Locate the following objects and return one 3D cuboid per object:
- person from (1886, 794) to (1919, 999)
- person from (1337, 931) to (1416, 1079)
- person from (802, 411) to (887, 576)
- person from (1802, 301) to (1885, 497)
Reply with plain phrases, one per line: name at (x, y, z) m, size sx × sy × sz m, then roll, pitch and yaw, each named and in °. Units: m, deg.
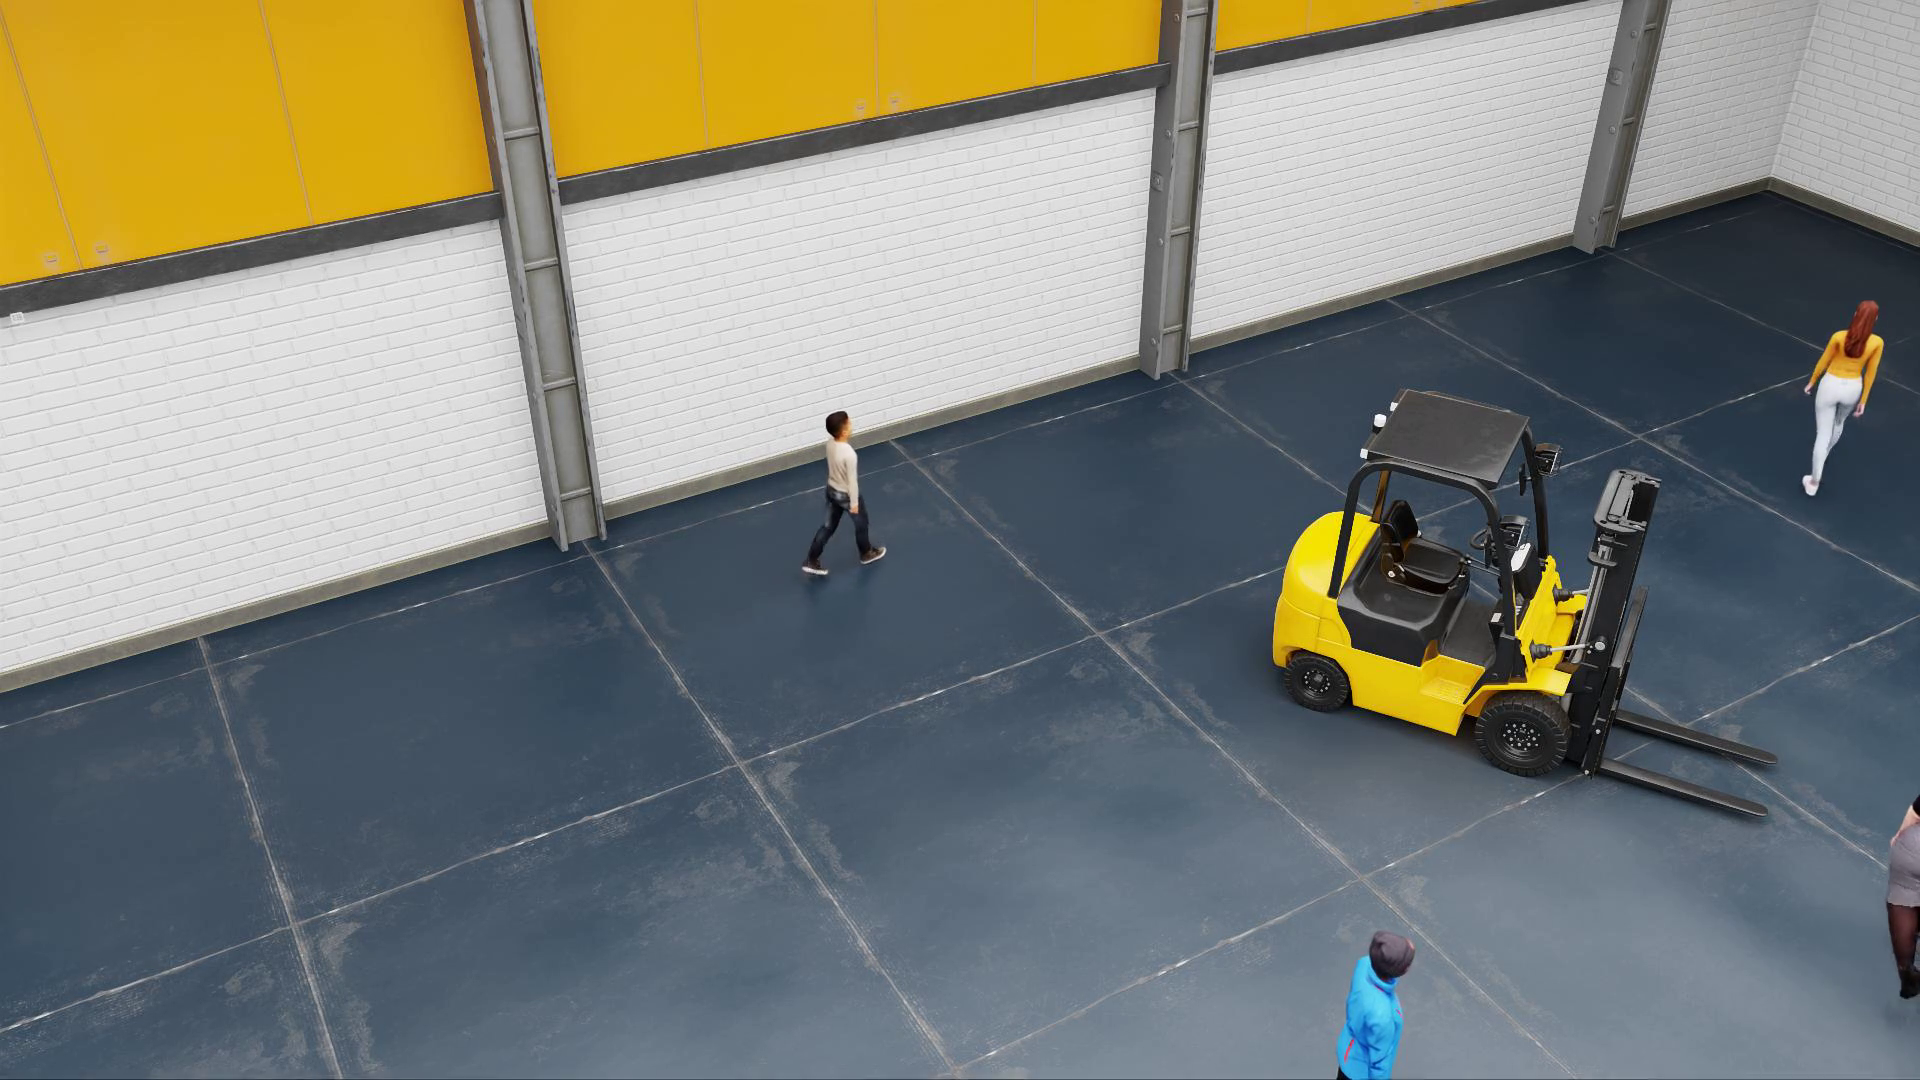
person at (5.602, 1.875, 9.491) m, size 1.074 × 1.735 × 1.146 m, roll 10°, pitch 35°, yaw 14°
person at (2.010, 2.614, 8.324) m, size 0.695 × 1.797 × 0.699 m, roll -1°, pitch 34°, yaw -1°
person at (-0.984, -0.341, 13.086) m, size 1.015 × 1.446 × 0.669 m, roll -25°, pitch 41°, yaw -33°
person at (7.445, -1.168, 14.086) m, size 1.019 × 1.716 × 1.090 m, roll 8°, pitch 35°, yaw 12°
